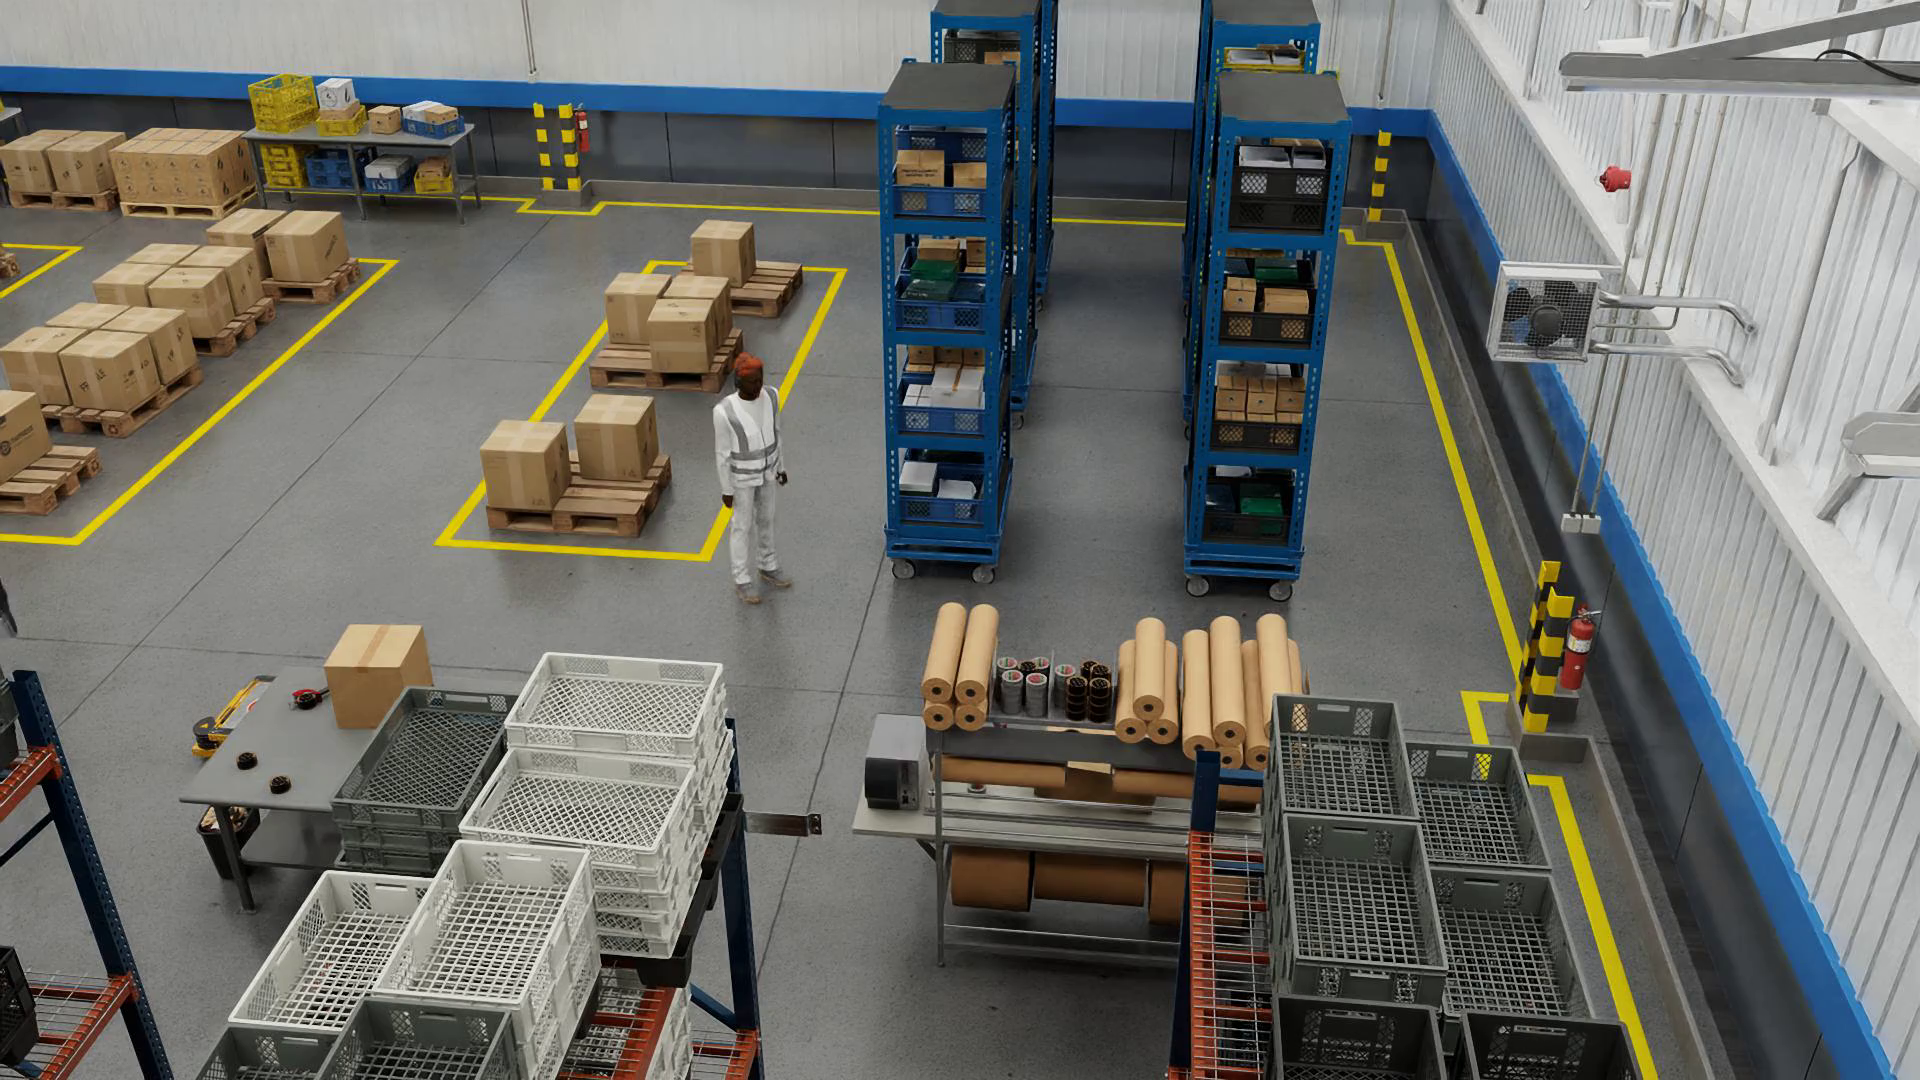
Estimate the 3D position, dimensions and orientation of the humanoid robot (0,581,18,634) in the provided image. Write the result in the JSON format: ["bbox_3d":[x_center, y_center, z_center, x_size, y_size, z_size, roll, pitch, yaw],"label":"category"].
[{"bbox_3d":[-6.338,0.485,10.486,0.590,1.618,0.727,-5,31,-9],"label":"humanoid robot"}]

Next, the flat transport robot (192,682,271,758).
[{"bbox_3d":[-4.089,1.163,10.648,1.431,0.197,0.652,3,30,6],"label":"flat transport robot"}]

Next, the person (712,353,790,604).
[{"bbox_3d":[-1.475,-0.455,11.851,0.337,1.880,0.582,25,39,36],"label":"person"}]
